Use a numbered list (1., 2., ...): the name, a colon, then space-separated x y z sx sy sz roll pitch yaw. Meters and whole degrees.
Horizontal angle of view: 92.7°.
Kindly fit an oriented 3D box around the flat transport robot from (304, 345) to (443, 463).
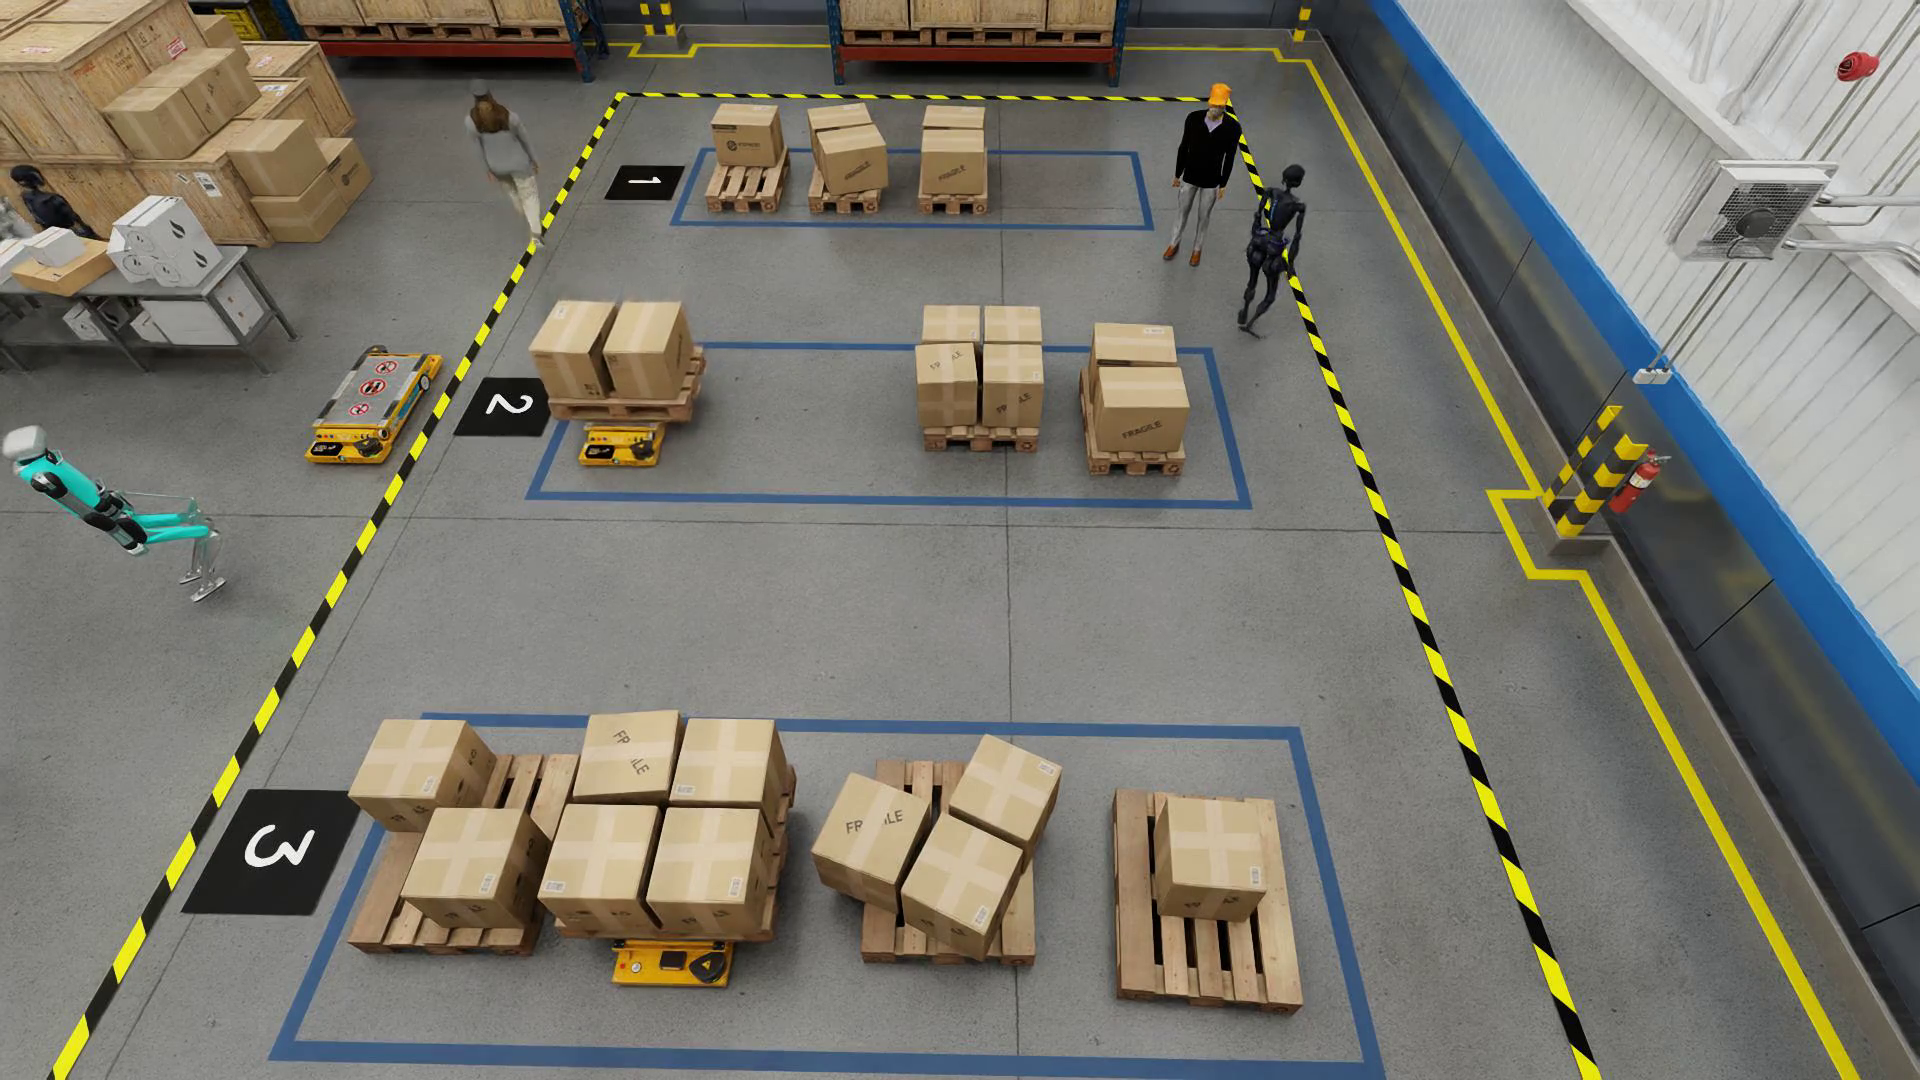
1. flat transport robot: -5.383 -1.269 8.441 0.659 0.231 1.431 1 50 1

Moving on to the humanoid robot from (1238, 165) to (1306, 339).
1. humanoid robot: 2.928 -2.754 8.777 0.466 1.648 0.603 -25 54 -20

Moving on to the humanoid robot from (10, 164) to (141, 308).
1. humanoid robot: -8.456 -2.825 8.835 0.609 1.650 0.339 10 51 9

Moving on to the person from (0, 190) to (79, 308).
1. person: -9.479 -3.115 8.934 0.737 1.901 0.655 -8 50 -7

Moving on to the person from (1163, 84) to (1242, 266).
1. person: 2.498 -3.755 9.487 0.586 1.884 0.360 19 52 16

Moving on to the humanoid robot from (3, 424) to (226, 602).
1. humanoid robot: -5.798 -0.230 6.515 0.735 1.673 0.533 -36 58 -26

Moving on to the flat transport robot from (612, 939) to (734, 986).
1. flat transport robot: -1.659 1.971 5.681 0.652 0.197 1.431 1 50 1

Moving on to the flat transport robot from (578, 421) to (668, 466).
1. flat transport robot: -2.983 -1.251 8.407 0.652 0.197 1.431 1 50 1

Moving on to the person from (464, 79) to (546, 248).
1. person: -4.811 -4.004 9.788 0.570 1.741 0.778 -9 50 -7
